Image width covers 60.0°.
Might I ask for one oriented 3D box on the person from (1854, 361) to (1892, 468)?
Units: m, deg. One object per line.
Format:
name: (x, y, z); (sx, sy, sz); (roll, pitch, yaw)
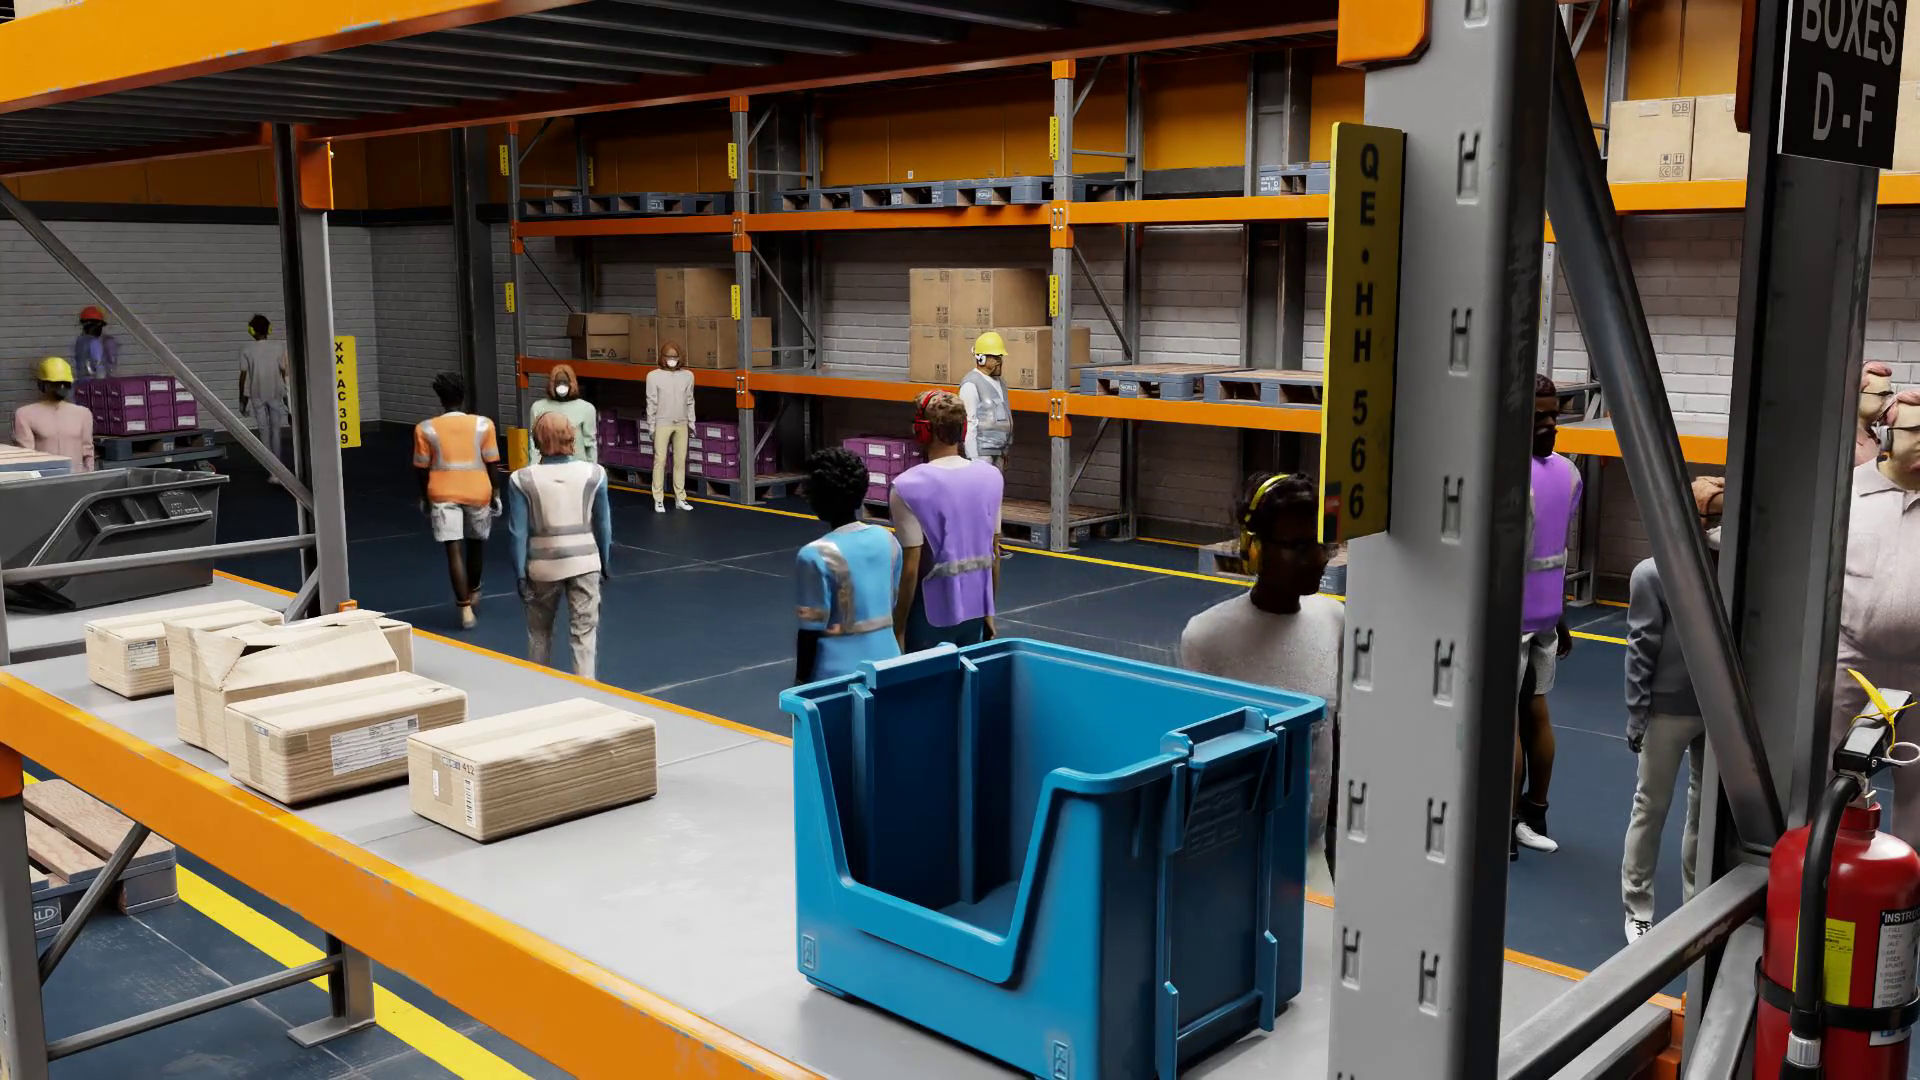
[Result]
person: (4.032, 0.141, 7.564); (0.407, 1.905, 0.655); (7, 12, 37)

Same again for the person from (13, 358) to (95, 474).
person: (-6.123, -0.376, 11.313); (0.524, 1.720, 0.895); (-9, 13, -44)

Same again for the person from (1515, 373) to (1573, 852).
person: (2.165, 0.301, 6.548); (0.588, 1.918, 0.398); (-5, 10, -27)

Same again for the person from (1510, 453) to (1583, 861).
person: (2.172, 0.291, 6.548); (0.544, 1.936, 0.359); (-8, 12, -40)

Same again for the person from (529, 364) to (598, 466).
person: (-2.997, -0.545, 12.655); (0.500, 1.607, 0.747); (0, 9, -1)

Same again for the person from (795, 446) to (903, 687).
person: (-0.396, 0.507, 5.980); (0.319, 1.693, 0.538); (7, 11, 35)

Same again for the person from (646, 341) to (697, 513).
person: (-2.745, -1.080, 15.877); (0.502, 1.632, 0.294); (-6, 11, -33)

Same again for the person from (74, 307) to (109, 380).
person: (-9.650, -1.615, 18.382); (0.584, 1.895, 0.625); (8, 12, 42)

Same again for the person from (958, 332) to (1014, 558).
person: (0.219, -0.725, 13.135); (0.403, 1.824, 0.584); (5, 10, 27)

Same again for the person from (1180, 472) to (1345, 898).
person: (0.731, 0.760, 3.912); (0.520, 1.855, 0.379); (-4, 10, -24)

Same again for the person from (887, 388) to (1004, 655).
person: (-0.054, 0.324, 6.628); (0.574, 1.841, 0.375); (-9, 13, -44)

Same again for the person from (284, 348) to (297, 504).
person: (-6.355, -1.318, 16.439); (0.585, 1.928, 0.369); (-2, 9, -10)

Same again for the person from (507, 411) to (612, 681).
person: (-2.016, 0.156, 8.394); (0.521, 1.607, 0.796); (-3, 10, -20)

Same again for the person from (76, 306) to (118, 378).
person: (-9.911, -1.726, 19.045); (0.645, 1.891, 0.416); (4, 10, 24)

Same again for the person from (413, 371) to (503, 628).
person: (-3.297, -0.281, 10.924); (0.539, 1.636, 0.903); (-4, 10, -23)

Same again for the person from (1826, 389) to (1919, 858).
person: (3.223, 0.432, 5.761); (0.641, 1.913, 0.407); (4, 10, 24)

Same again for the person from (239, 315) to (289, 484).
person: (-7.575, -1.535, 18.124); (0.536, 1.811, 1.003); (-6, 11, -31)

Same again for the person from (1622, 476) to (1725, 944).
person: (2.477, 0.595, 5.609); (0.500, 1.633, 0.285); (-1, 9, -7)
